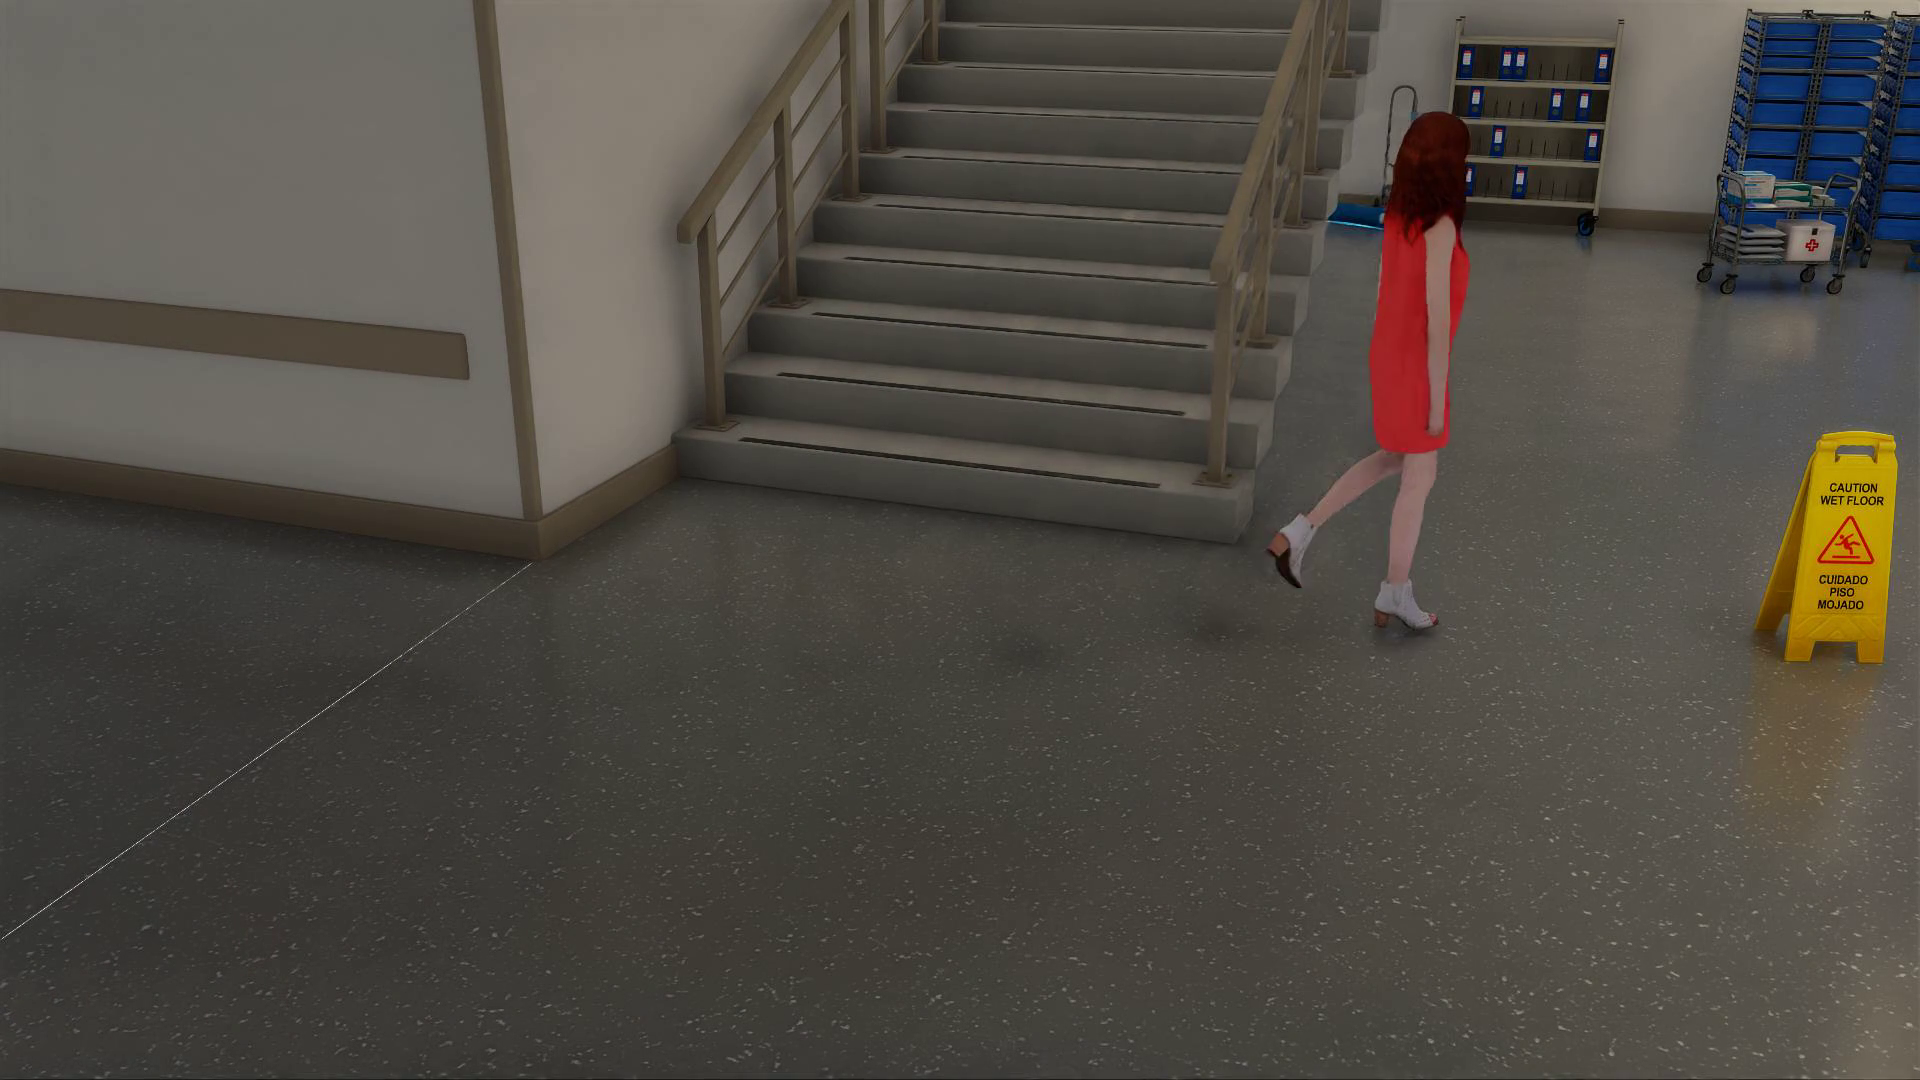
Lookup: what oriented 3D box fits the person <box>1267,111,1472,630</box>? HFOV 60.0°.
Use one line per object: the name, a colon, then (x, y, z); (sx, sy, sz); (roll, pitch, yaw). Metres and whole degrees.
person: (1.449, -0.532, 5.711); (0.897, 1.816, 0.910); (-3, 21, -9)
